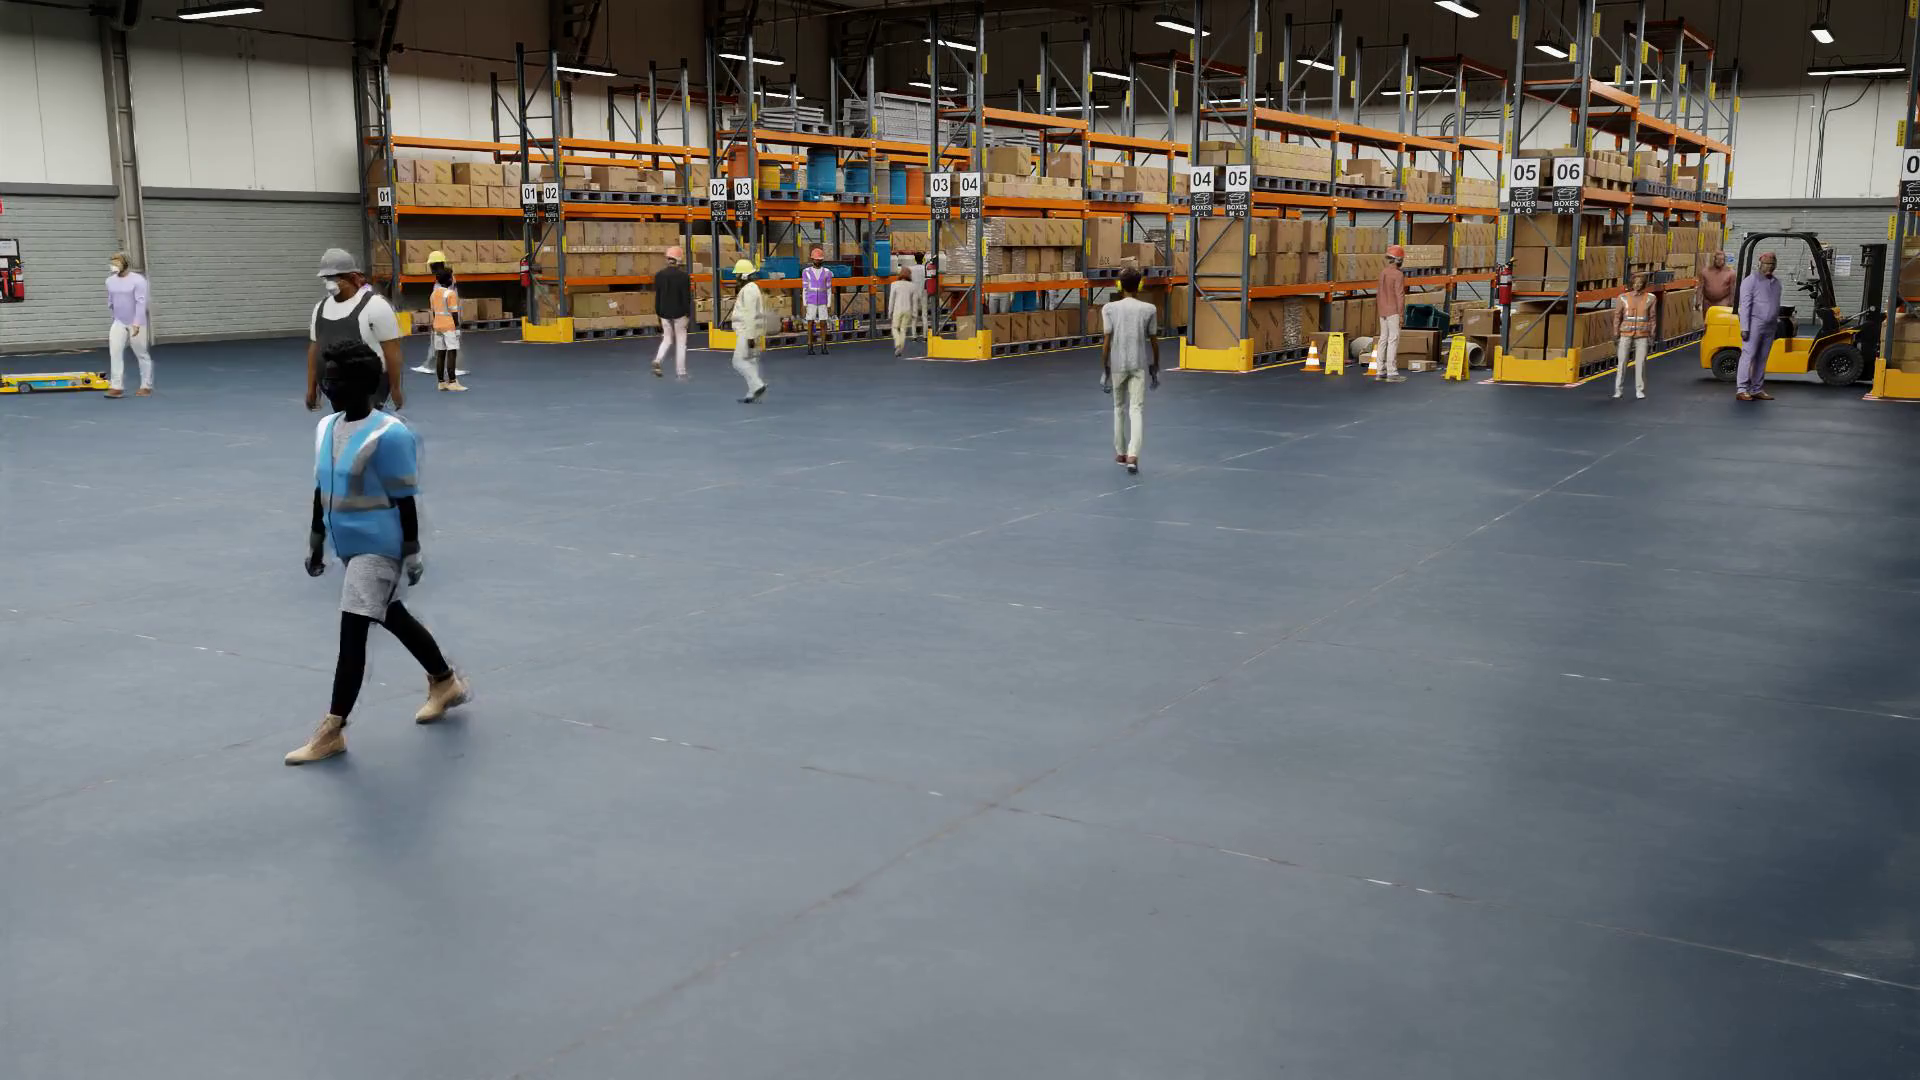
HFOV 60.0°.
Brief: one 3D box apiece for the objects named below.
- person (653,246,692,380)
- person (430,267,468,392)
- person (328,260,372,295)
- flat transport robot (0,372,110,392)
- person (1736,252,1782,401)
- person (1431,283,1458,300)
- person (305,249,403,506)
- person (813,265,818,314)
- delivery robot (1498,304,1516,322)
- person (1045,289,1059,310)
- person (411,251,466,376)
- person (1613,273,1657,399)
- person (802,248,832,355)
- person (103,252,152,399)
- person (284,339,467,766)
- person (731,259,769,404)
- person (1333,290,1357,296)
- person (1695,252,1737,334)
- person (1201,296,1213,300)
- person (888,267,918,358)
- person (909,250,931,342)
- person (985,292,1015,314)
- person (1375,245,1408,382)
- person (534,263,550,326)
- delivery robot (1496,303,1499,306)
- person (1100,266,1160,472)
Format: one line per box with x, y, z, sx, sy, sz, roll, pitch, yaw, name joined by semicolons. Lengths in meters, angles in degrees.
-4.236;-3.318;24.438;0.628;1.980;0.604;4;11;22;person
-7.011;-2.872;22.740;0.535;1.697;0.318;8;13;37;person
-8.006;-2.783;21.892;0.614;1.818;0.579;0;10;0;person
-12.482;-2.173;22.819;1.431;0.197;0.652;-6;12;-30;flat transport robot
10.330;-2.741;21.428;0.645;1.903;0.400;-5;11;-24;person
12.125;-6.323;41.489;0.902;1.896;0.559;-8;13;-38;person
-4.576;-1.197;12.394;0.691;2.000;1.055;4;11;23;person
-3.070;-5.222;36.079;0.498;1.634;0.279;4;11;23;person
13.099;-5.489;40.331;0.707;0.478;0.477;-1;10;-8;delivery robot
2.111;-5.918;39.366;0.515;1.860;0.334;7;12;35;person
-7.998;-3.437;25.345;0.896;1.889;0.618;-3;11;-19;person
8.796;-2.654;21.706;0.540;1.635;0.314;3;11;16;person
-2.596;-4.329;30.271;0.541;1.930;0.386;-2;10;-11;person
-10.913;-2.787;21.702;0.628;1.901;0.878;1;10;8;person
-2.376;0.013;6.731;0.534;1.659;0.889;8;13;38;person
-2.664;-2.594;20.843;0.412;1.821;0.591;0;10;0;person
8.402;-5.259;36.305;0.513;1.631;0.318;3;11;16;person
13.966;-4.383;30.767;0.638;1.855;0.998;6;12;31;person
5.200;-5.088;35.088;0.402;1.719;0.695;3;11;15;person
-1.011;-4.014;29.373;0.553;1.601;0.364;-3;10;-14;person
-0.821;-4.987;34.091;0.516;1.876;0.327;2;10;11;person
0.792;-4.816;32.991;0.623;1.932;0.370;1;10;4;person
6.350;-3.319;24.411;0.389;1.991;0.622;-3;11;-17;person
-8.962;-5.169;35.829;0.524;1.614;0.478;6;12;32;person
13.224;-5.592;40.911;0.477;0.478;0.707;-1;10;-6;delivery robot
1.529;-1.525;14.886;0.541;1.820;0.989;0;10;3;person
